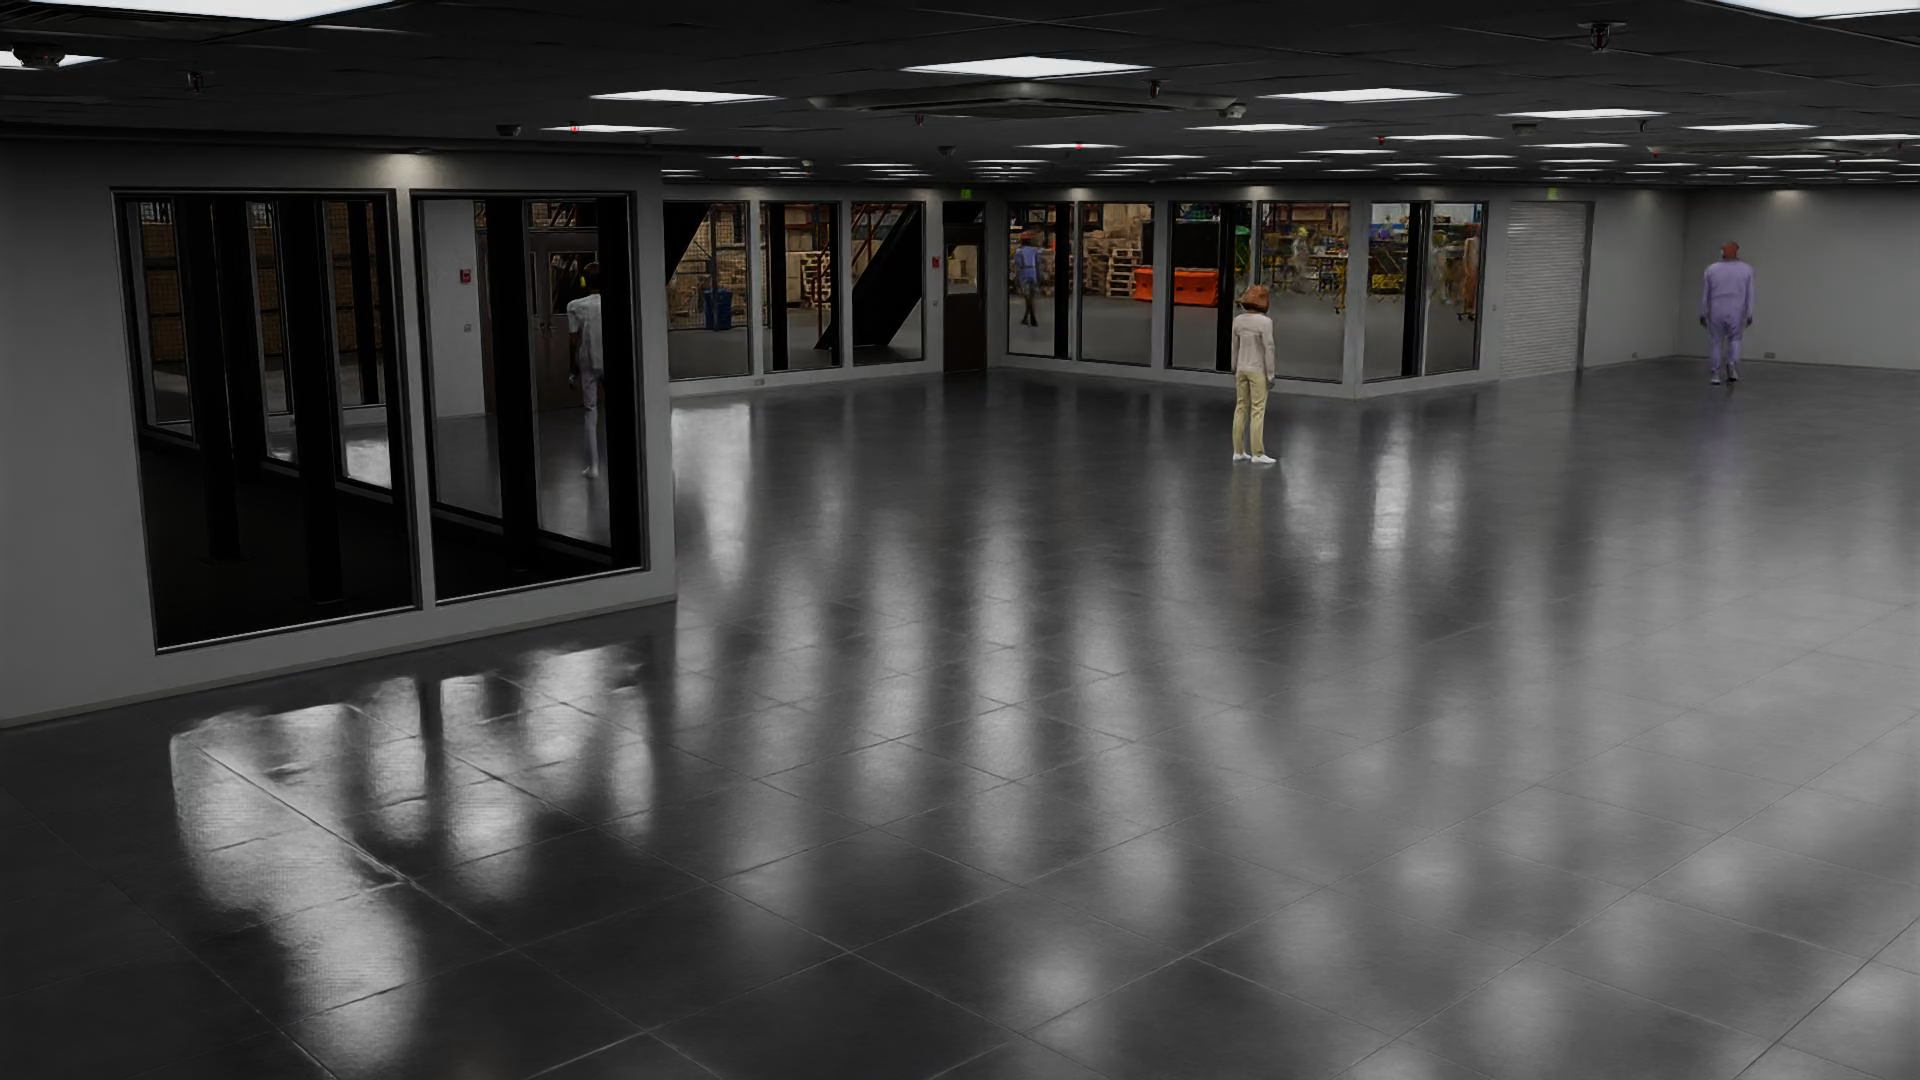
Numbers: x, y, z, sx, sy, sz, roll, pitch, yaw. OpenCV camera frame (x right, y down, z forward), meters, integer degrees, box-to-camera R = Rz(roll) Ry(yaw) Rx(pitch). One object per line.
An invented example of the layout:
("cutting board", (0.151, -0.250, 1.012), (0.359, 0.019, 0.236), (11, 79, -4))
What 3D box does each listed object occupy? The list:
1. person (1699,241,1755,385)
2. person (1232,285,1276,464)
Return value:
("person", (10.201, -3.024, 22.155), (0.669, 1.881, 0.715), (5, 12, 25))
("person", (2.690, -1.513, 15.236), (0.289, 1.632, 0.497), (-8, 14, -35))
